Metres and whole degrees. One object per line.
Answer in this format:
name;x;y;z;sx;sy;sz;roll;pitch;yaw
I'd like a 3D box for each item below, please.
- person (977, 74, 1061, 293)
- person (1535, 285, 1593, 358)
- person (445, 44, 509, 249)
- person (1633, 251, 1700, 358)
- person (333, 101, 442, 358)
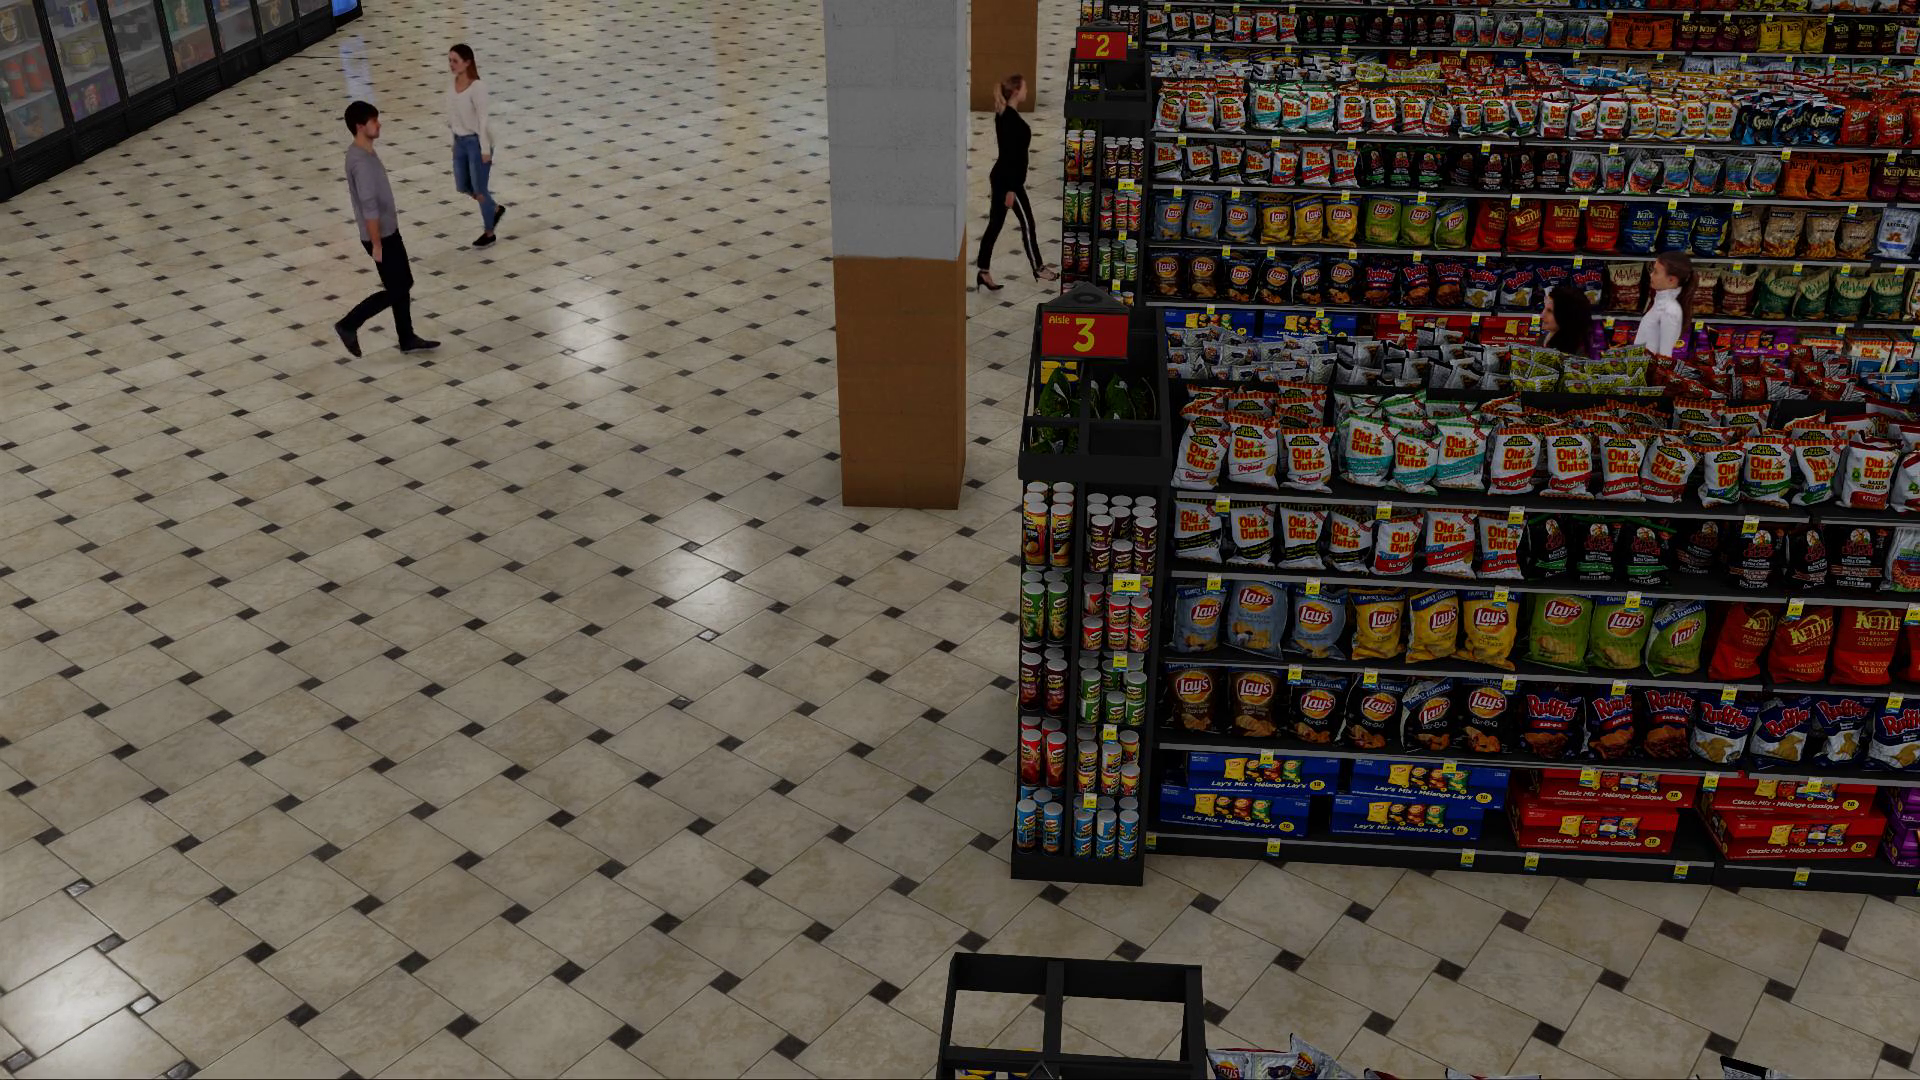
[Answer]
person;0.286;-2.703;12.807;1.048;1.676;0.880;-9;30;-16
person;3.124;-0.470;8.659;1.070;1.732;0.805;-6;29;-11
person;-4.002;-3.291;13.879;0.773;1.680;0.838;18;34;30
person;4.042;-0.938;9.697;0.536;1.557;0.563;6;29;11
person;-4.123;-2.119;11.578;1.036;1.828;0.867;-8;30;-15
